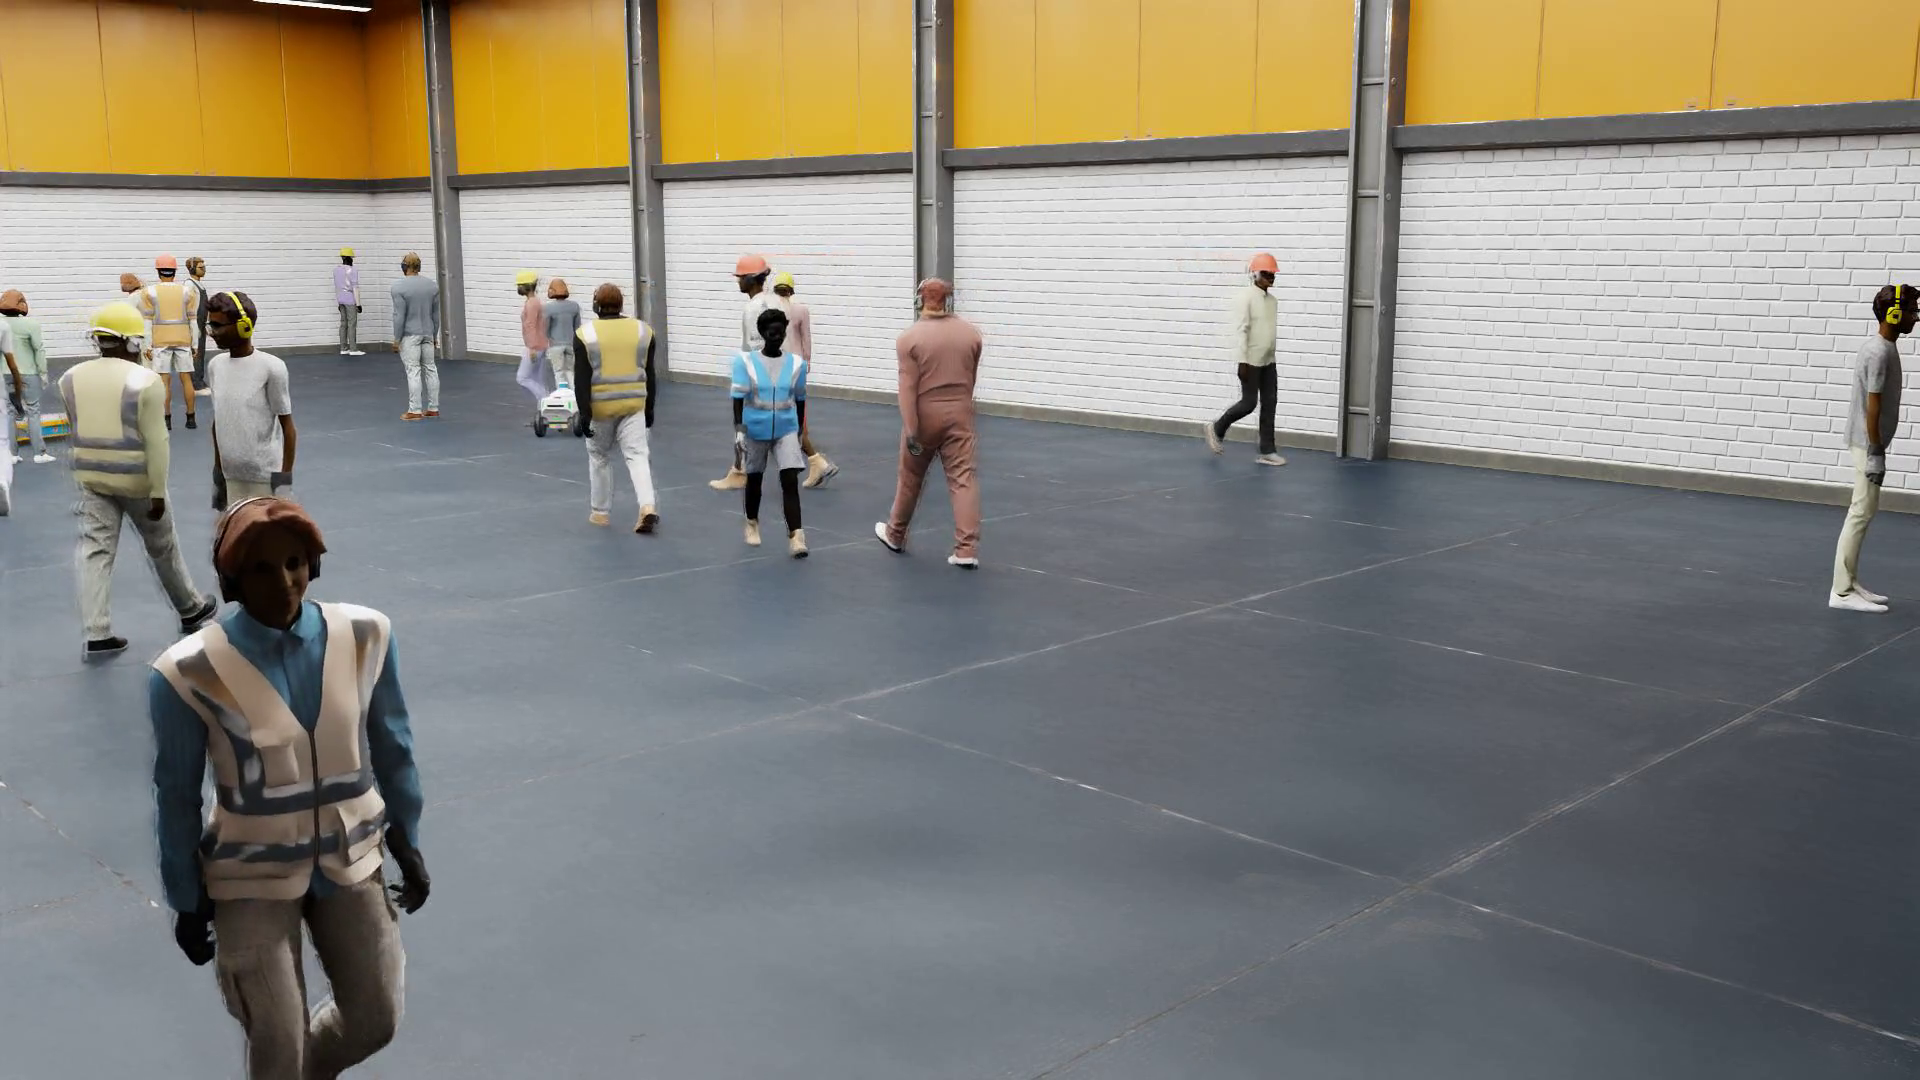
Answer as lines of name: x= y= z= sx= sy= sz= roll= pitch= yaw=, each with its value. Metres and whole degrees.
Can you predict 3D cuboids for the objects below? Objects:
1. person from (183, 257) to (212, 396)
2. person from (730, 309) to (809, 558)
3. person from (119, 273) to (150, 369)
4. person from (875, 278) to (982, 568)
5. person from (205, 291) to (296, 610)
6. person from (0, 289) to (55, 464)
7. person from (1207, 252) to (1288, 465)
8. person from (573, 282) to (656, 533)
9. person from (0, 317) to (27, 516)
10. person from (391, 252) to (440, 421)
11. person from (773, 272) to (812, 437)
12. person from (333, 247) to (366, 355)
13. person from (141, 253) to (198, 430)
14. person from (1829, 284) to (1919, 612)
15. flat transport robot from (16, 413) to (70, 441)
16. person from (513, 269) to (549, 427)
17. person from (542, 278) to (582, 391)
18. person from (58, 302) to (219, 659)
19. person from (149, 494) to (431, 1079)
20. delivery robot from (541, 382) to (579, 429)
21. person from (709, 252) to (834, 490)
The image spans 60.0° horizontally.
person: x=-10.149 y=-2.841 z=22.168 sx=0.345 sy=1.847 sz=0.506 roll=-2 pitch=11 yaw=-13
person: x=-1.277 y=-0.724 z=11.152 sx=0.545 sy=1.649 sz=0.888 roll=-3 pitch=11 yaw=-18
person: x=-11.230 y=-2.804 z=22.585 sx=0.446 sy=1.616 sz=0.499 roll=-4 pitch=11 yaw=-23
person: x=-0.183 y=-0.772 z=10.877 sx=0.626 sy=1.845 sz=1.012 roll=-5 pitch=11 yaw=-25
person: x=-3.511 y=-0.294 z=8.236 sx=0.519 sy=1.864 sz=0.329 roll=4 pitch=11 yaw=23
person: x=-8.807 y=-1.525 z=15.574 sx=0.507 sy=1.631 sz=0.270 roll=-1 pitch=10 yaw=-6
person: x=2.732 y=-1.695 z=15.560 sx=0.626 sy=1.977 sz=0.744 roll=-9 pitch=14 yaw=-42
person: x=-2.471 y=-0.952 z=11.998 sx=0.623 sy=1.811 sz=0.917 roll=-5 pitch=12 yaw=-26
person: x=-7.359 y=-1.066 z=12.536 sx=0.562 sy=1.834 sz=0.753 roll=-7 pitch=12 yaw=-32
person: x=-6.269 y=-2.336 z=19.164 sx=0.373 sy=1.940 sz=0.628 roll=7 pitch=12 yaw=33
person: x=-1.755 y=-1.810 z=16.765 sx=0.523 sy=1.769 sz=0.313 roll=-1 pitch=10 yaw=-3
person: x=-10.894 y=-4.249 z=29.652 sx=0.585 sy=1.920 sz=0.391 roll=7 pitch=12 yaw=33
person: x=-8.678 y=-2.174 z=18.306 sx=0.542 sy=1.933 sz=0.383 roll=-7 pitch=13 yaw=-34
person: x=5.211 y=-0.517 z=9.481 sx=0.319 sy=1.859 sz=0.518 roll=6 pitch=12 yaw=30
flat transport robot: x=-9.655 y=-1.167 z=17.337 sx=0.652 sy=0.197 sz=1.431 roll=5 pitch=11 yaw=24
person: x=-4.762 y=-2.117 z=18.460 sx=0.369 sy=1.749 sz=0.556 roll=-2 pitch=11 yaw=-10
person: x=-4.751 y=-2.295 z=19.776 sx=0.520 sy=1.620 sz=0.341 roll=-10 pitch=14 yaw=-43
person: x=-4.287 y=-0.329 z=8.615 sx=0.604 sy=1.780 sz=0.918 roll=1 pitch=10 yaw=7
person: x=-1.416 y=0.693 z=3.497 sx=0.529 sy=1.620 sz=0.499 roll=-10 pitch=14 yaw=-43
delivery robot: x=-4.235 y=-1.443 z=17.801 sx=0.477 sy=0.478 sz=0.707 roll=1 pitch=11 yaw=2
person: x=-1.569 y=-1.389 z=13.848 sx=1.015 sy=2.007 sz=0.624 roll=2 pitch=11 yaw=9
